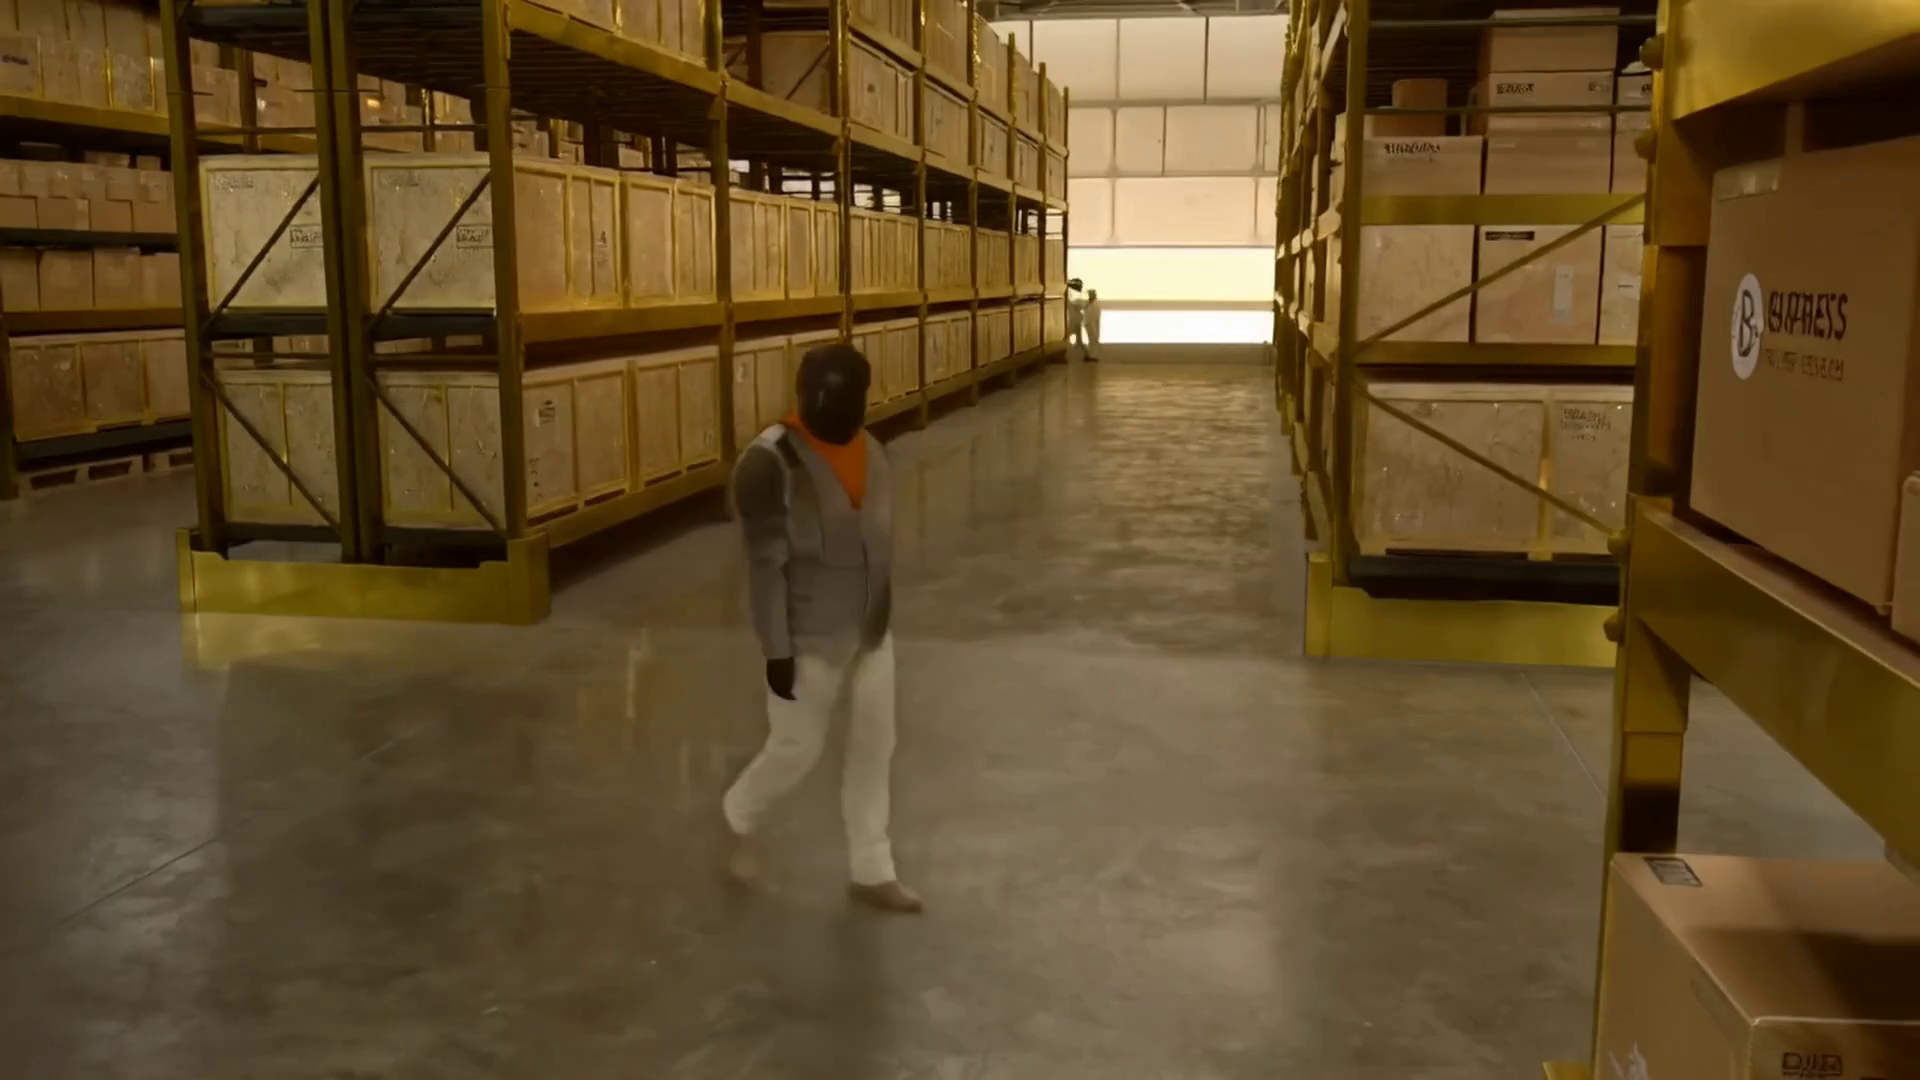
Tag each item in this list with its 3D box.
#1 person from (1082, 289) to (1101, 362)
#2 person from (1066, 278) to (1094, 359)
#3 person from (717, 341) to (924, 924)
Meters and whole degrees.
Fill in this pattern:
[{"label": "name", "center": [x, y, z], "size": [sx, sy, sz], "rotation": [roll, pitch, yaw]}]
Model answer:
[{"label": "person", "center": [2.977, -4.820, 37.442], "size": [0.315, 1.636, 0.515], "rotation": [-6, 11, -32]}, {"label": "person", "center": [2.641, -5.040, 38.068], "size": [1.010, 1.879, 0.566], "rotation": [-1, 9, -4]}, {"label": "person", "center": [-0.467, 0.281, 5.241], "size": [0.629, 1.817, 0.713], "rotation": [-9, 13, -44]}]
